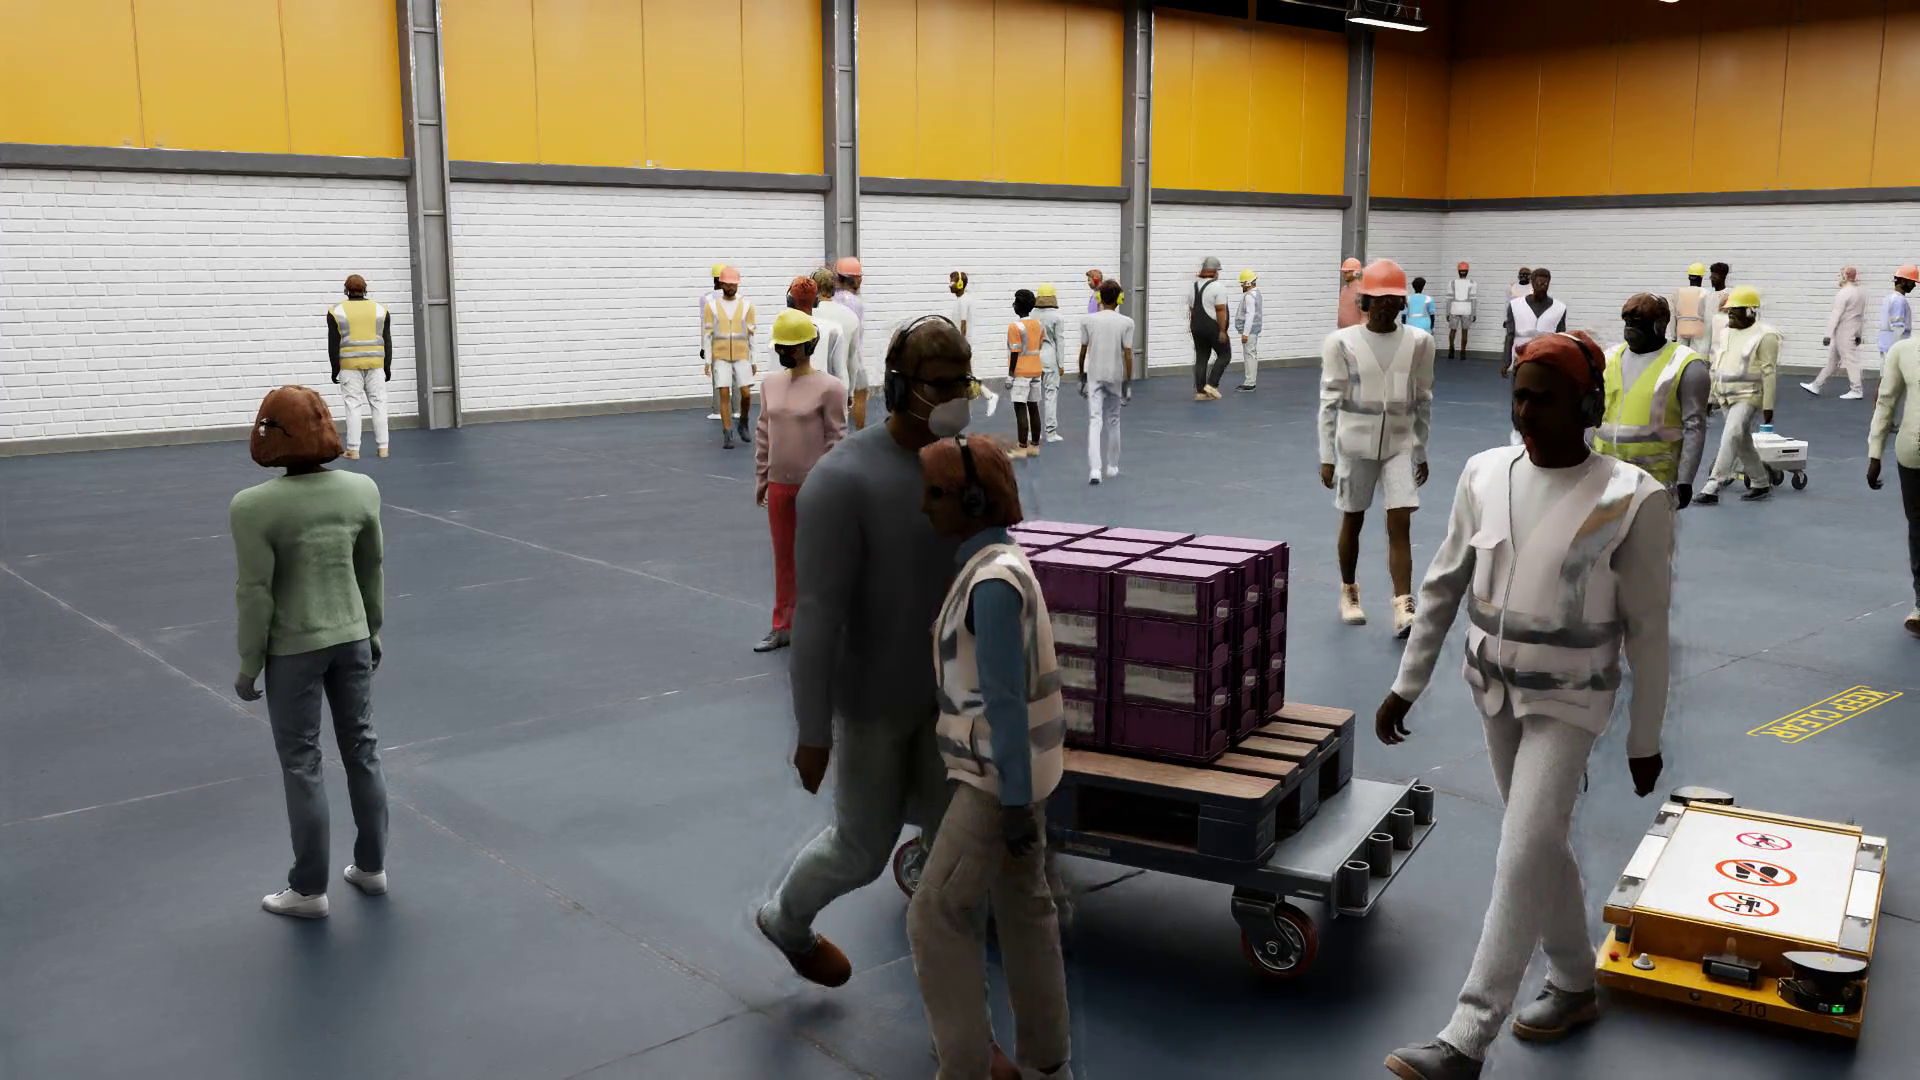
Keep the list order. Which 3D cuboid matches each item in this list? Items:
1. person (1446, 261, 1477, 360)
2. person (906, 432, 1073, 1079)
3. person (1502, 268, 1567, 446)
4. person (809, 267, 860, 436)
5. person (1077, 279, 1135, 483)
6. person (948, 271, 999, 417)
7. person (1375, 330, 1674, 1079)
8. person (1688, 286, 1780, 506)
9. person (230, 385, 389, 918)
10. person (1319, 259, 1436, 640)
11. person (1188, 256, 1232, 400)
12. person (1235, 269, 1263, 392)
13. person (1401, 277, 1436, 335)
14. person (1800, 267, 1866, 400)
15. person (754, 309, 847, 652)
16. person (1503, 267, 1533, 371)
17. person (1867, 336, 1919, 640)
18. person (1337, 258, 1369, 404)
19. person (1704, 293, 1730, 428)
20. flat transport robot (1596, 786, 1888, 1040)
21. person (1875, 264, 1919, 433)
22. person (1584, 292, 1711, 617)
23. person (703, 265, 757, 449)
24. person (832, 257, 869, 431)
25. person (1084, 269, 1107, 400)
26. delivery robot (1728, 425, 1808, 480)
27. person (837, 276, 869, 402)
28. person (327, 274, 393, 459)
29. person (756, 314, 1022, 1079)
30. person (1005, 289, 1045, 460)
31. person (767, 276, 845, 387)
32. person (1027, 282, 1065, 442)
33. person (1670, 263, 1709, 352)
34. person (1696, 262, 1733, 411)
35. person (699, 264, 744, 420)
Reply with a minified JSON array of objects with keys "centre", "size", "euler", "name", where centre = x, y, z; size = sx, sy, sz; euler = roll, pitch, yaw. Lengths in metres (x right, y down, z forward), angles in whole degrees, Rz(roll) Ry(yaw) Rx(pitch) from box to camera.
[{"centre":[9.722,-4.434,32.234],"size":[0.564,1.924,0.628],"euler":[4,10,22],"name":"person"},{"centre":[0.024,0.558,3.888],"size":[0.567,1.617,0.532],"euler":[0,10,2],"name":"person"},{"centre":[5.918,-1.848,17.153],"size":[0.625,1.902,0.440],"euler":[2,10,11],"name":"person"},{"centre":[-1.045,-1.129,12.845],"size":[0.356,1.938,0.638],"euler":[9,13,41],"name":"person"},{"centre":[1.305,-1.433,14.973],"size":[0.514,1.832,0.967],"euler":[1,10,6],"name":"person"},{"centre":[0.070,-2.407,20.602],"size":[0.749,1.846,0.526],"euler":[-1,10,-8],"name":"person"},{"centre":[1.351,0.417,4.077],"size":[0.945,1.834,0.589],"euler":[-6,11,-30],"name":"person"},{"centre":[6.361,-1.168,13.577],"size":[0.887,1.791,0.609],"euler":[-2,10,-13],"name":"person"},{"centre":[-1.993,0.341,5.125],"size":[0.280,1.636,0.502],"euler":[7,12,34],"name":"person"},{"centre":[2.227,-0.471,8.818],"size":[0.634,1.994,1.012],"euler":[0,10,1],"name":"person"},{"centre":[3.524,-2.969,23.322],"size":[0.536,2.000,0.719],"euler":[-6,12,-33],"name":"person"},{"centre":[4.311,-3.125,24.876],"size":[0.403,1.823,0.587],"euler":[3,10,19],"name":"person"},{"centre":[7.515,-3.457,27.244],"size":[0.544,1.672,0.687],"euler":[4,11,24],"name":"person"},{"centre":[12.497,-2.947,23.709],"size":[0.673,1.855,0.960],"euler":[-9,13,-41],"name":"person"},{"centre":[-0.817,-0.279,8.406],"size":[0.524,1.760,0.328],"euler":[5,11,27],"name":"person"},{"centre":[9.782,-3.834,29.019],"size":[0.662,1.821,0.581],"euler":[7,12,35],"name":"person"},{"centre":[5.206,-0.456,8.885],"size":[0.649,1.936,1.046],"euler":[8,12,39],"name":"person"},{"centre":[5.289,-2.815,22.549],"size":[0.380,1.996,0.608],"euler":[-4,10,-20],"name":"person"},{"centre":[9.020,-2.112,19.620],"size":[0.875,1.592,0.536],"euler":[-2,10,-14],"name":"person"},{"centre":[2.362,1.052,4.953],"size":[0.652,0.197,1.431],"euler":[6,11,31],"name":"flat transport robot"},{"centre":[10.764,-2.192,19.108],"size":[0.373,1.928,0.543],"euler":[3,10,16],"name":"person"},{"centre":[3.453,-0.337,8.497],"size":[0.429,1.840,0.636],"euler":[-7,12,-35],"name":"person"},{"centre":[-2.427,-1.935,17.589],"size":[0.564,1.927,0.508],"euler":[-2,10,-11],"name":"person"},{"centre":[-1.240,-1.916,17.238],"size":[0.841,2.021,0.611],"euler":[-5,11,-25],"name":"person"},{"centre":[1.959,-2.881,23.402],"size":[0.402,1.836,0.564],"euler":[-1,10,-5],"name":"person"},{"centre":[6.986,-0.757,14.440],"size":[0.707,0.478,0.477],"euler":[-3,10,-17],"name":"delivery robot"},{"centre":[-1.426,-2.560,21.612],"size":[0.516,1.823,0.791],"euler":[8,12,38],"name":"person"},{"centre":[-6.003,-1.731,16.656],"size":[0.626,1.844,0.429],"euler":[-6,12,-33],"name":"person"},{"centre":[-0.201,0.382,4.164],"size":[0.665,1.906,0.883],"euler":[-8,13,-40],"name":"person"},{"centre":[0.638,-1.646,16.575],"size":[0.318,1.700,0.535],"euler":[7,12,34],"name":"person"},{"centre":[-1.080,-0.896,11.653],"size":[0.576,1.882,0.355],"euler":[-5,11,-27],"name":"person"},{"centre":[0.938,-1.945,18.230],"size":[0.481,1.734,0.333],"euler":[6,11,31],"name":"person"},{"centre":[9.972,-2.801,22.669],"size":[0.587,1.928,0.363],"euler":[9,13,44],"name":"person"},{"centre":[9.877,-2.646,21.709],"size":[0.425,1.950,0.622],"euler":[-3,10,-17],"name":"person"},{"centre":[-2.944,-2.445,20.583],"size":[0.585,1.928,0.370],"euler":[-5,11,-28],"name":"person"}]
